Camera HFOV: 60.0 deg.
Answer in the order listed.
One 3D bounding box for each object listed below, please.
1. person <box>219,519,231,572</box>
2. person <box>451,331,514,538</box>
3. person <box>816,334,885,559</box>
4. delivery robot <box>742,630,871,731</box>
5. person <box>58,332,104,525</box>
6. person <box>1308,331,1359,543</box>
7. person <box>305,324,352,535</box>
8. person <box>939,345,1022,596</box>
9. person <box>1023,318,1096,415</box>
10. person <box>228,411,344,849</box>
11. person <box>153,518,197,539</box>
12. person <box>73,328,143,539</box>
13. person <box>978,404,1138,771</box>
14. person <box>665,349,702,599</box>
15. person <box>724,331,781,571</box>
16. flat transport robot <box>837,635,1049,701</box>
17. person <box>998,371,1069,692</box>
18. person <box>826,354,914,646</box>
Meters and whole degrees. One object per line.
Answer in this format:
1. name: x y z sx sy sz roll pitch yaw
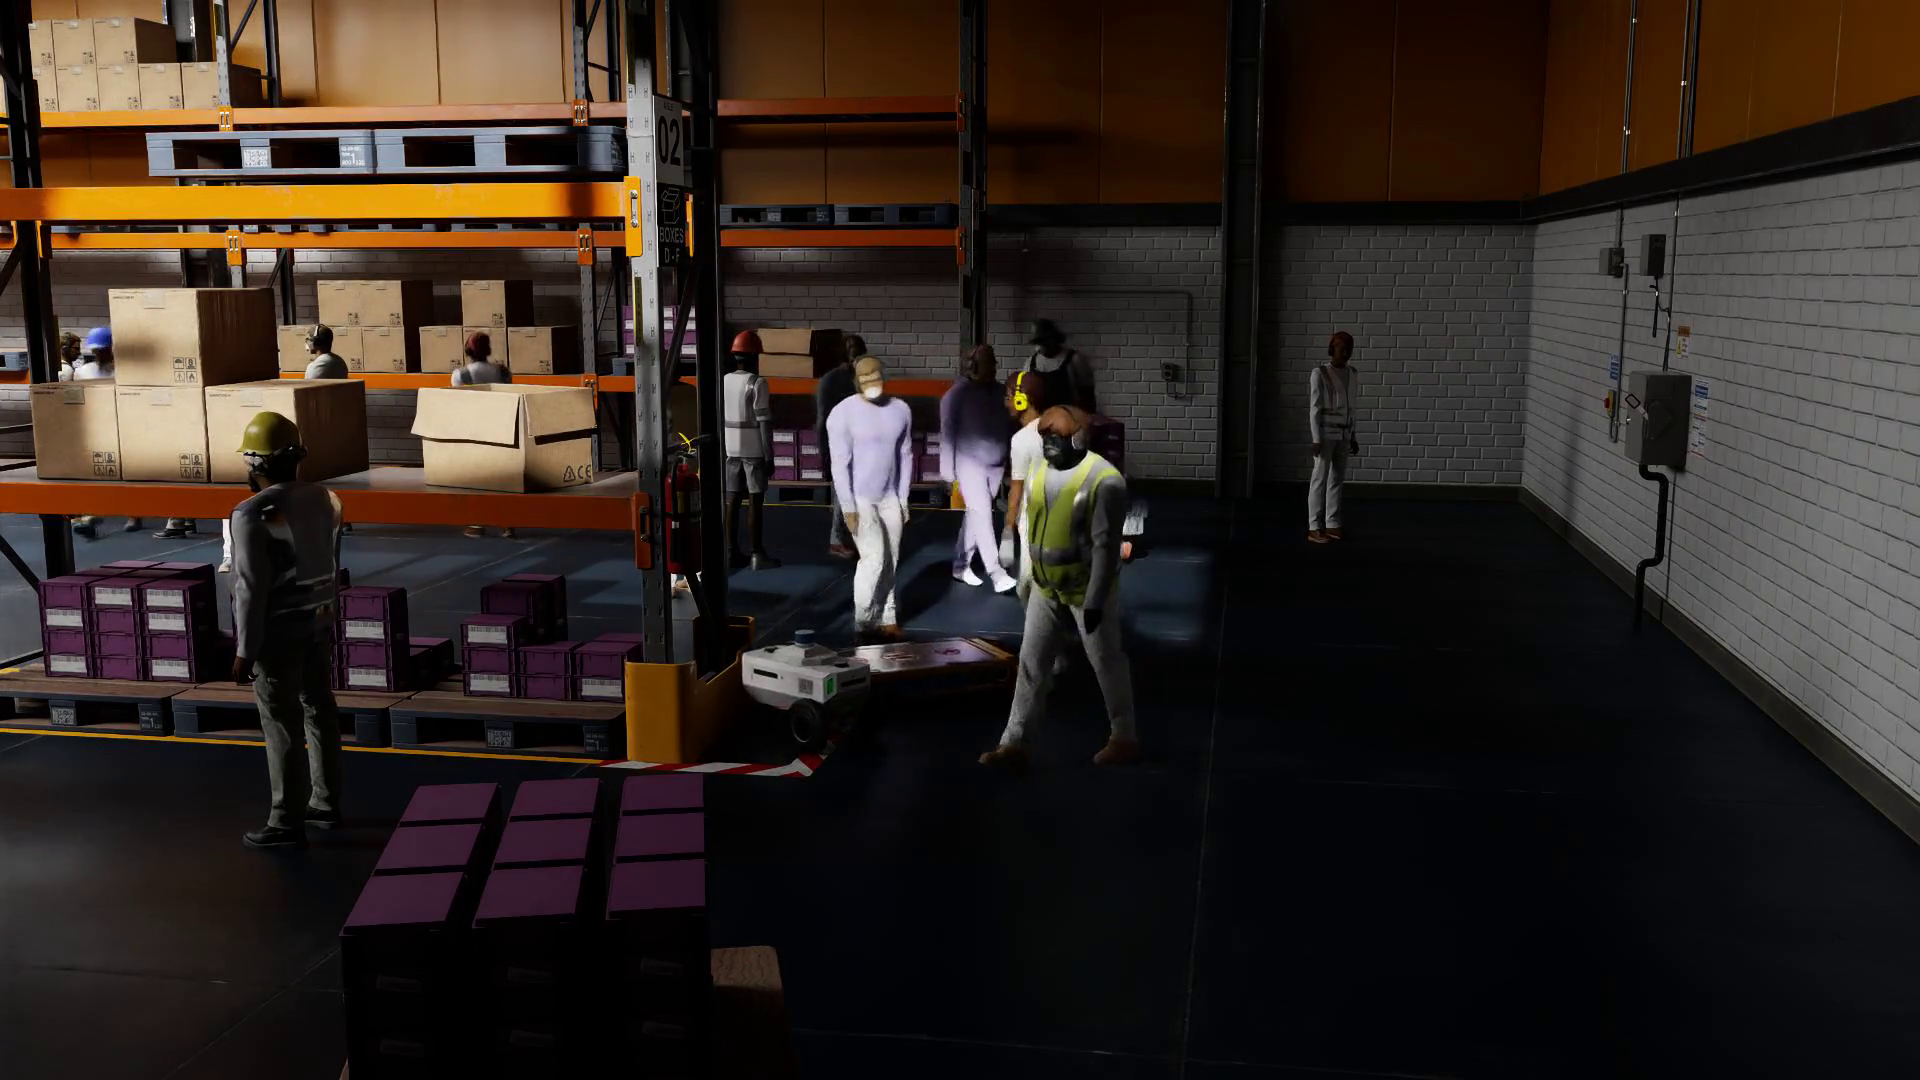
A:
1. person: -5.761 -0.734 13.383 0.611 1.995 0.380 -2 9 -14
2. person: -4.311 -0.953 15.087 0.584 1.882 0.337 -7 11 -36
3. person: -0.823 -0.739 13.707 0.648 1.885 0.997 -8 12 -42
4. delivery robot: -0.801 0.708 8.597 0.707 0.478 0.477 8 12 40
5. person: -8.500 -1.062 15.901 0.505 1.840 0.346 9 13 44
6. person: 3.349 -0.919 14.869 0.575 1.886 0.362 -6 11 -35
7. person: -5.793 -1.002 15.220 0.372 1.940 0.632 0 9 0
8. person: 0.212 -0.527 12.509 0.658 1.856 0.978 -8 12 -41
9. person: 0.911 -1.121 15.641 0.755 2.000 0.564 5 10 28
10. person: -2.837 0.377 6.987 0.403 1.833 0.591 3 10 16
11. person: -7.160 -0.916 15.046 0.403 1.822 0.586 0 9 0
12. person: -7.747 -0.967 15.108 0.629 1.892 0.993 -1 9 -5
13. person: 0.501 0.243 7.984 0.923 1.781 0.667 -8 12 -40
14. person: -2.145 -0.485 12.310 0.430 1.845 0.619 7 11 37
15. person: -1.709 -0.721 13.483 0.551 1.934 0.362 6 11 35
16. flat transport robot: -0.274 0.750 9.506 1.431 0.197 0.652 -4 10 -23
17. person: 0.420 -0.042 9.533 0.377 1.848 0.555 4 10 21
18. person: -0.546 -0.234 10.597 0.635 1.903 0.492 -8 12 -42
